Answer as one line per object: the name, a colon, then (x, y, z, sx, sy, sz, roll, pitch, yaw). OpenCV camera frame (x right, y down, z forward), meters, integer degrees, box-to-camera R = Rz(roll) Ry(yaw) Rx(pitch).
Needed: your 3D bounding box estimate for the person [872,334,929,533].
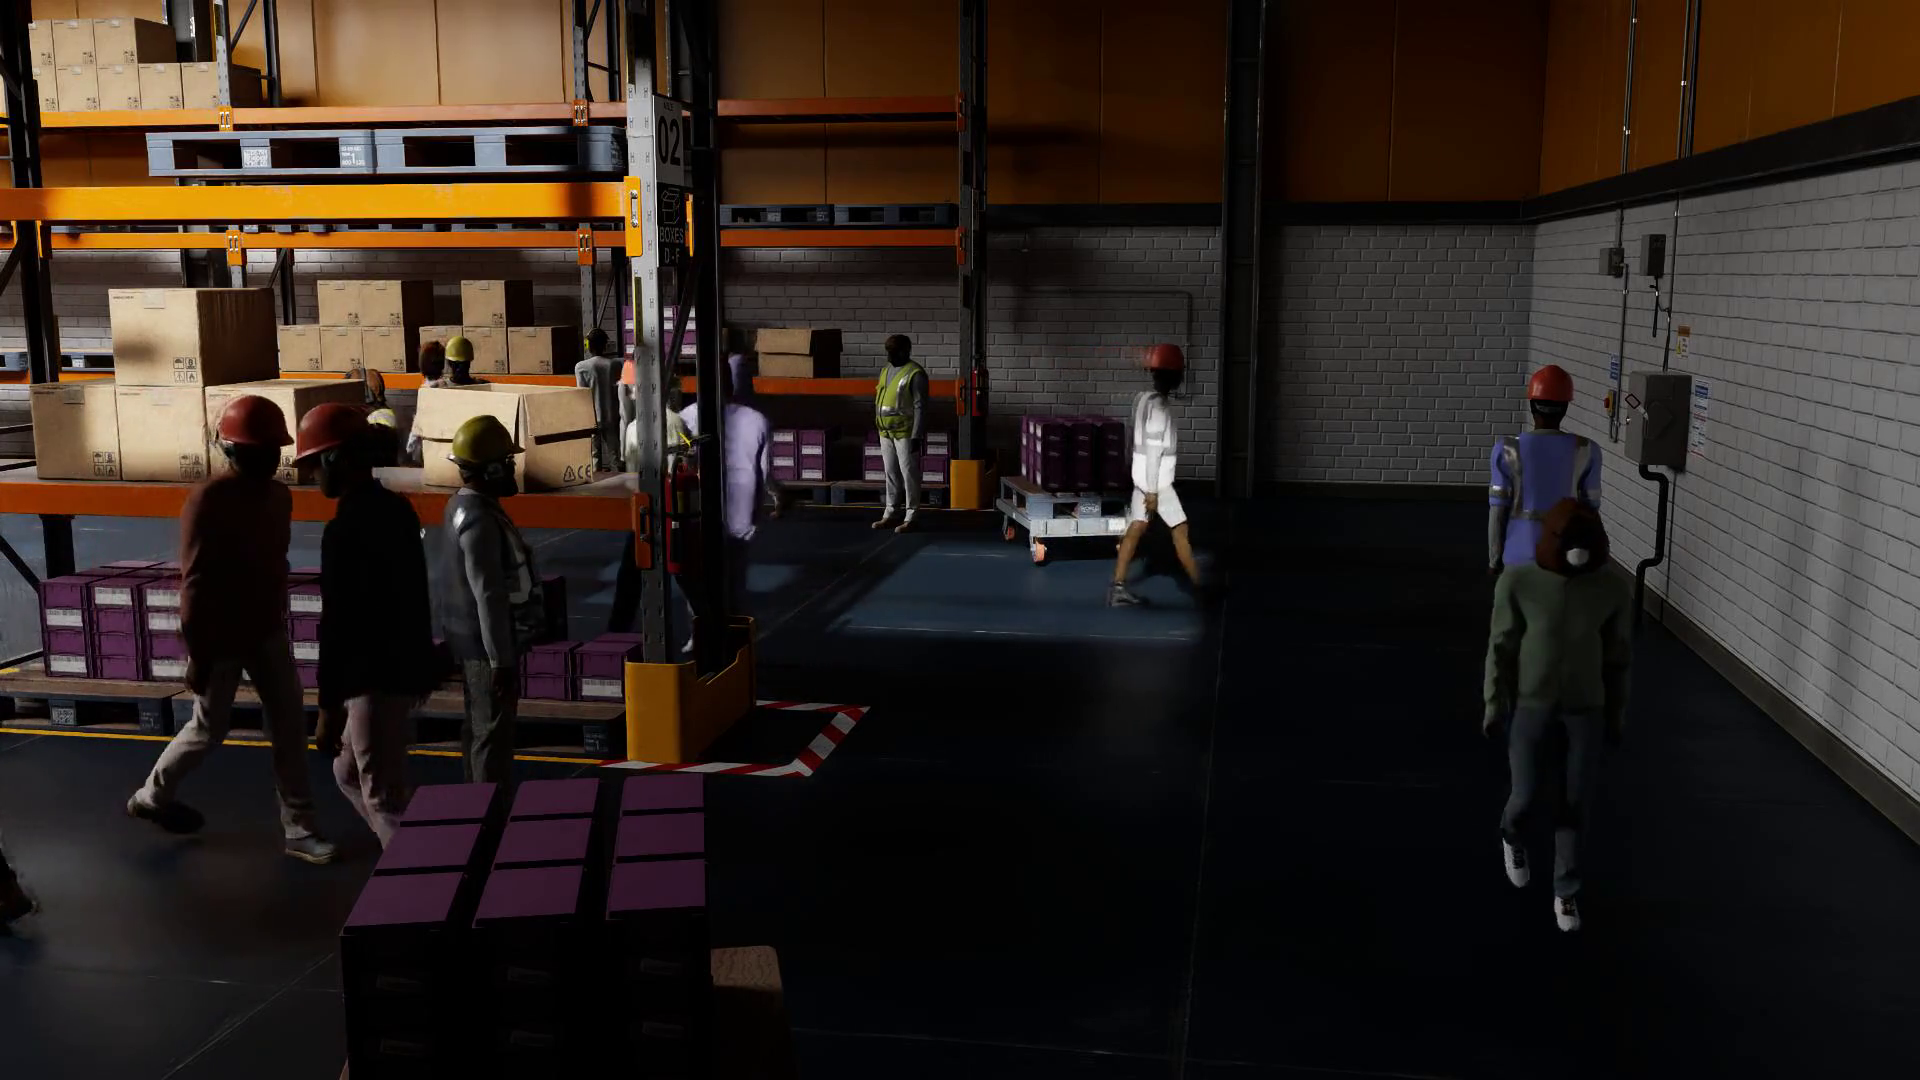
person: (-0.567, -0.986, 15.425, 0.429, 1.844, 0.623, -8, 12, -40)

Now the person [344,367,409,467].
person: (-3.564, -0.130, 10.141, 0.429, 1.837, 0.628, -4, 10, -22)

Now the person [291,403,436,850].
person: (-2.049, 0.500, 5.844, 0.528, 1.950, 0.742, 0, 9, 1)

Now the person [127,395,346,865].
person: (-3.019, 0.365, 6.782, 0.944, 1.944, 0.644, 3, 10, 20)

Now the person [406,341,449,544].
person: (-4.361, -0.697, 13.618, 0.940, 1.836, 0.628, -6, 11, -31)

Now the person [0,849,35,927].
person: (-3.777, 0.609, 6.127, 0.906, 1.643, 0.536, 3, 9, 15)

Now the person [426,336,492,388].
person: (-3.842, -0.618, 12.913, 0.581, 1.919, 0.391, -5, 11, -31)

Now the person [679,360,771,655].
person: (-1.493, -0.179, 10.323, 0.677, 1.868, 0.536, -6, 11, -31)

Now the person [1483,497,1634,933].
person: (2.196, 0.618, 6.161, 0.534, 1.607, 0.482, 1, 9, 9)

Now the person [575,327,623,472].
person: (-3.545, -1.152, 16.361, 0.516, 1.873, 0.329, -6, 11, -32)

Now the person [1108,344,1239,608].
person: (1.511, -0.440, 11.868, 0.962, 1.888, 0.573, -1, 9, -3)

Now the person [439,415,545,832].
person: (-1.897, 0.409, 6.780, 0.403, 1.837, 0.591, -4, 10, -24)

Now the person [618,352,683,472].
person: (-2.529, -0.713, 13.603, 0.575, 1.882, 0.355, -8, 12, -39)

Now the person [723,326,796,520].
person: (-2.052, -1.103, 15.969, 0.888, 1.904, 0.625, -2, 9, -14)

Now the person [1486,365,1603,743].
person: (2.974, 0.078, 8.520, 0.545, 1.938, 0.361, 2, 9, 13)

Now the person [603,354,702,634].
person: (-1.807, -0.137, 9.868, 1.047, 1.935, 0.657, 3, 10, 19)
